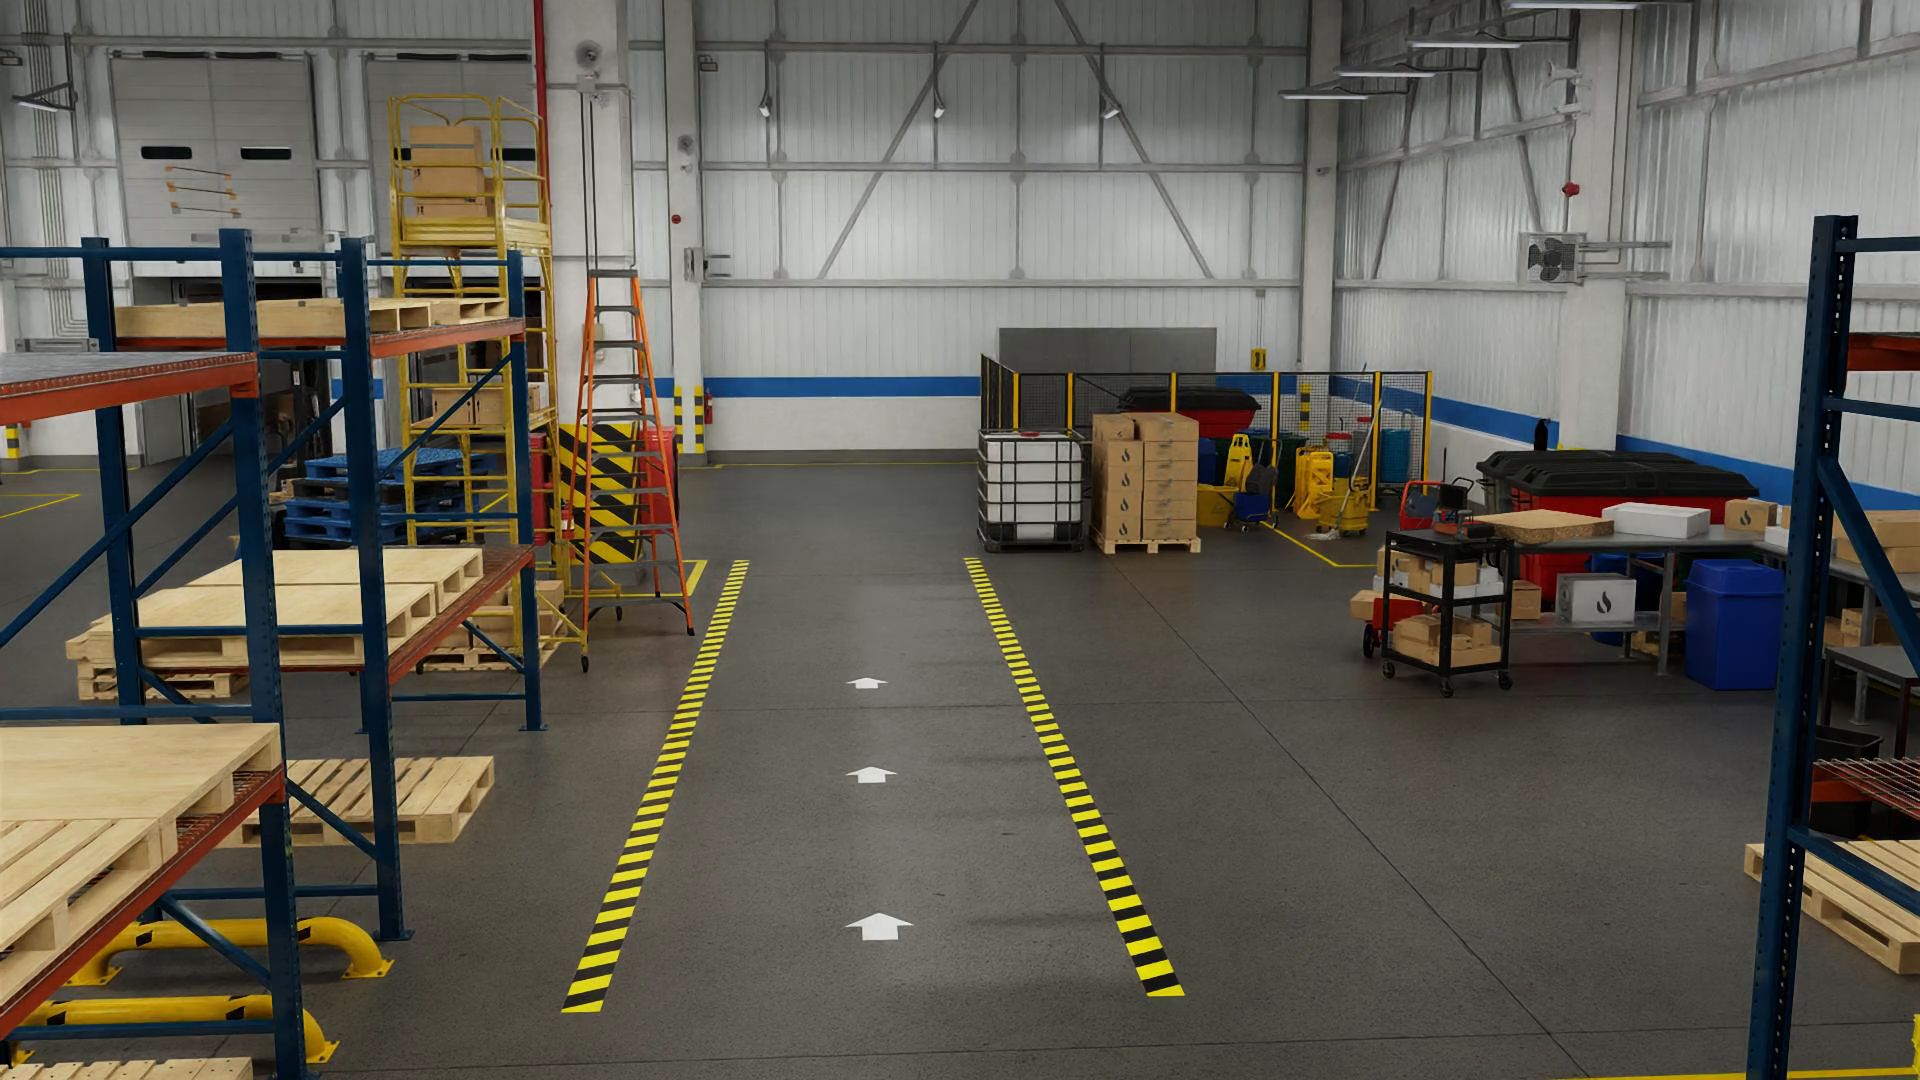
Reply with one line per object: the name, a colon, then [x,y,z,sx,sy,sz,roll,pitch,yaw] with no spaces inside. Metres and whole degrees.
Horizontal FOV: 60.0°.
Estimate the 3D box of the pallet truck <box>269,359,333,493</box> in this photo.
pallet truck: [-7.062,-1.131,18.996,1.885,1.965,0.823,2,9,13]
